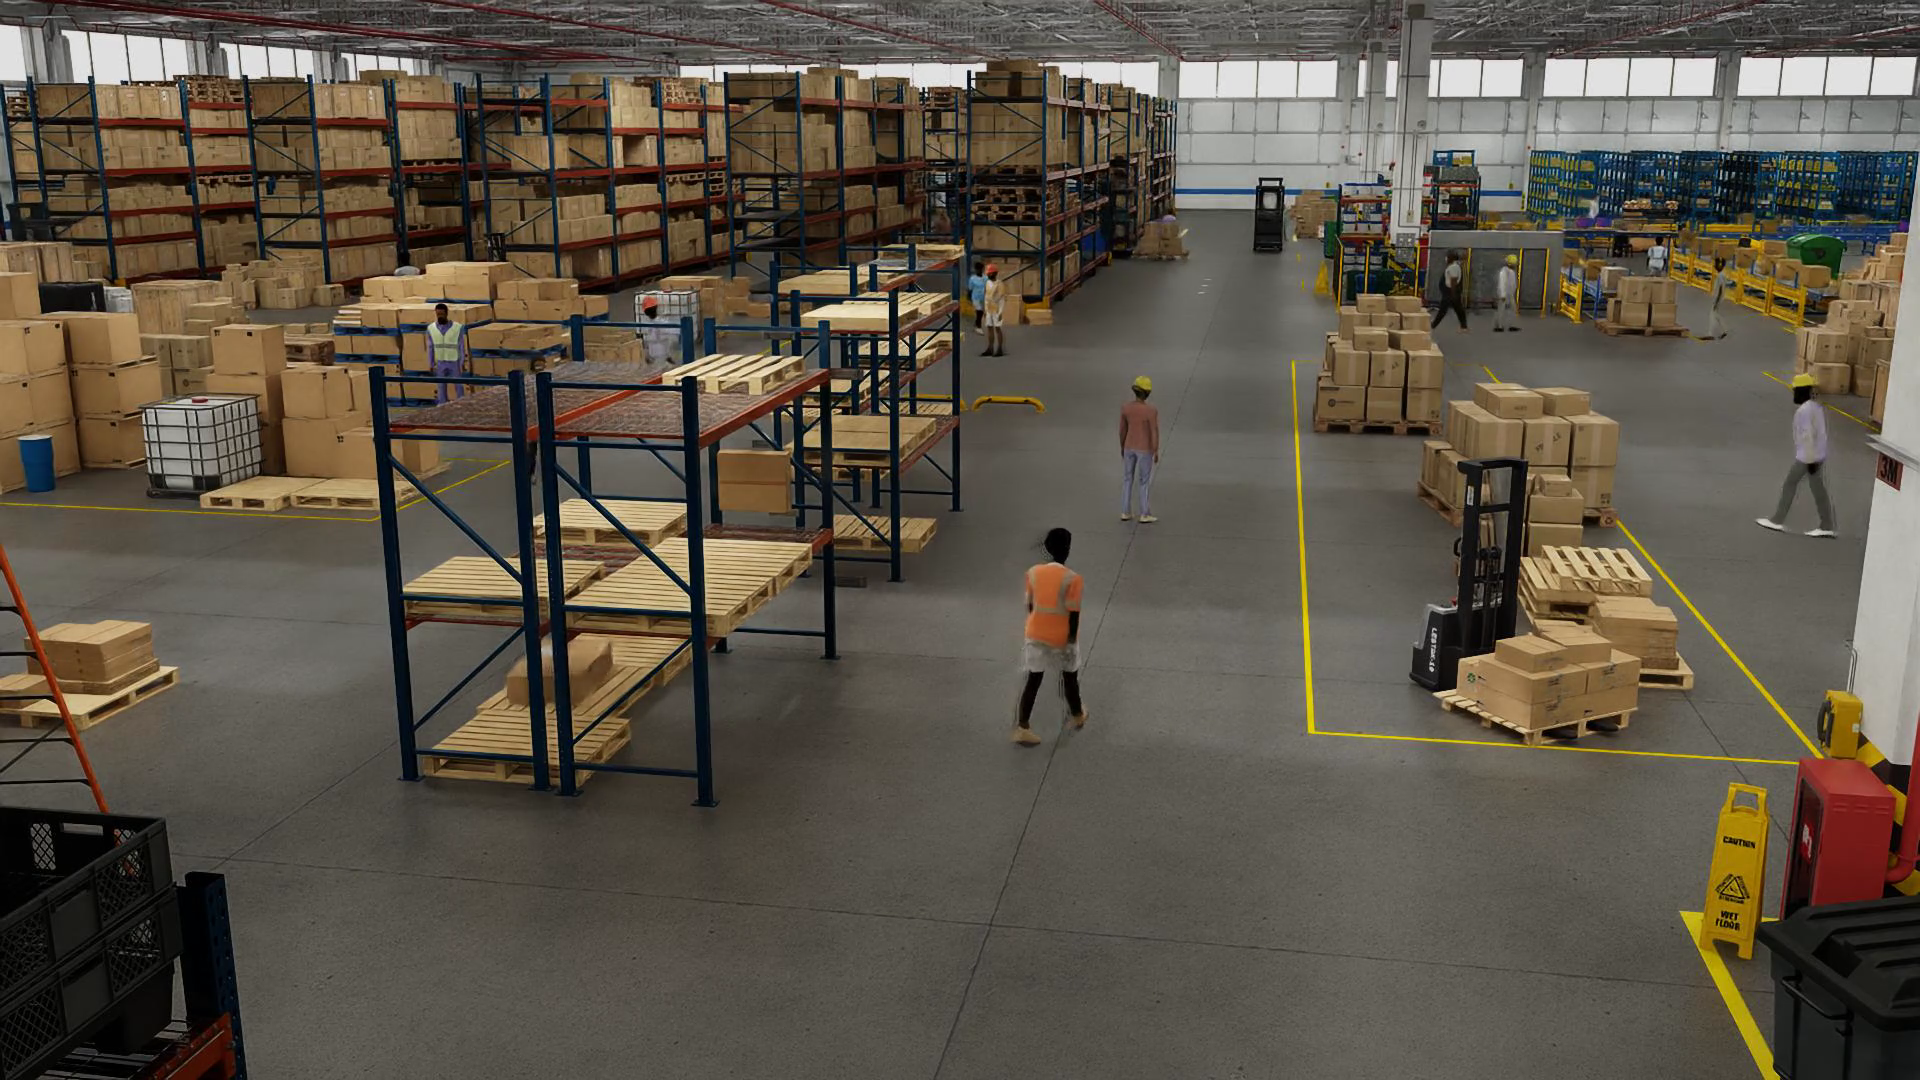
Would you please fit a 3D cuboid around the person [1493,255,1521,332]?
[{"bbox_3d":[12.770,-5.703,38.573,0.770,1.798,0.623,13,19,42],"label":"person"}]

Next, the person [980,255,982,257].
[{"bbox_3d":[0.852,-9.281,53.320,0.535,1.697,0.322,-7,15,-26],"label":"person"}]

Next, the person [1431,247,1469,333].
[{"bbox_3d":[11.342,-5.798,38.472,1.044,2.000,0.703,7,15,26],"label":"person"}]

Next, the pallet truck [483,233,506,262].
[{"bbox_3d":[-11.832,-7.026,43.548,1.885,1.965,0.823,8,16,28],"label":"pallet truck"}]

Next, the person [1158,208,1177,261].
[{"bbox_3d":[7.501,-11.010,59.906,0.618,1.920,0.645,-11,17,-37],"label":"person"}]

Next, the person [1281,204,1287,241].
[{"bbox_3d":[13.538,-13.369,70.094,0.526,1.606,0.399,8,16,30],"label":"person"}]

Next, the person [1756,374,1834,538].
[{"bbox_3d":[9.792,-0.979,19.290,0.598,1.849,0.957,-13,19,-42],"label":"person"}]

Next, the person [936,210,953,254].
[{"bbox_3d":[-0.504,-10.694,58.702,0.636,1.874,0.690,-7,15,-26],"label":"person"}]

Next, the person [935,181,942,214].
[{"bbox_3d":[-1.236,-19.348,93.989,0.945,1.789,0.654,5,15,18],"label":"person"}]

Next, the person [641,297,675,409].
[{"bbox_3d":[-5.078,-3.101,27.788,0.578,1.912,0.435,13,19,43],"label":"person"}]

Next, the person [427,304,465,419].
[{"bbox_3d":[-8.290,-2.876,26.906,0.592,1.901,0.431,0,14,2],"label":"person"}]

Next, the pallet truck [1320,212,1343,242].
[{"bbox_3d":[15.874,-13.227,70.310,0.680,1.201,1.601,10,17,35],"label":"pallet truck"}]

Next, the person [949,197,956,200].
[{"bbox_3d":[-0.341,-18.602,90.705,0.564,1.919,0.501,-1,14,-3],"label":"person"}]

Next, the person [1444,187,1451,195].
[{"bbox_3d":[23.540,-16.155,80.620,0.393,1.990,0.616,-9,16,-31],"label":"person"}]

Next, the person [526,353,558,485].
[{"bbox_3d":[-5.446,-1.509,21.490,0.526,1.828,0.715,-7,15,-25],"label":"person"}]

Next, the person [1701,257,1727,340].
[{"bbox_3d":[16.913,-5.370,37.139,0.435,1.885,0.552,5,15,19],"label":"person"}]

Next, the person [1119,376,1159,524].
[{"bbox_3d":[2.155,-1.085,19.908,0.533,1.765,0.329,10,17,36],"label":"person"}]

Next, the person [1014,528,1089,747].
[{"bbox_3d":[0.716,0.734,12.726,0.557,1.643,0.890,10,17,34],"label":"person"}]

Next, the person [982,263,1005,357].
[{"bbox_3d":[0.678,-4.758,34.461,0.374,1.935,0.552,-11,18,-38],"label":"person"}]

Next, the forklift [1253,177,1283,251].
[{"bbox_3d":[12.083,-12.747,64.956,1.129,2.768,1.873,3,14,10],"label":"forklift"}]

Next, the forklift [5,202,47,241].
[{"bbox_3d":[-23.570,-7.142,42.198,1.873,2.768,1.129,3,14,10],"label":"forklift"}]

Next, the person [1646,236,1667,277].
[{"bbox_3d":[19.885,-7.833,47.462,0.537,1.681,0.598,3,14,11],"label":"person"}]

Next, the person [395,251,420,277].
[{"bbox_3d":[-12.418,-5.509,37.452,0.363,1.963,0.612,13,19,42],"label":"person"}]

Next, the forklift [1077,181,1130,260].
[{"bbox_3d":[5.234,-11.639,60.458,1.873,2.768,1.129,3,14,11],"label":"forklift"}]

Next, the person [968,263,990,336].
[{"bbox_3d":[0.431,-5.549,38.228,0.535,1.669,0.751,-7,15,-26],"label":"person"}]

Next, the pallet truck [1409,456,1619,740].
[{"bbox_3d":[4.504,0.400,13.395,0.823,1.965,1.885,-6,15,-23],"label":"pallet truck"}]

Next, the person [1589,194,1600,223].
[{"bbox_3d":[27.808,-14.278,73.257,0.671,1.879,0.675,5,15,20],"label":"person"}]
